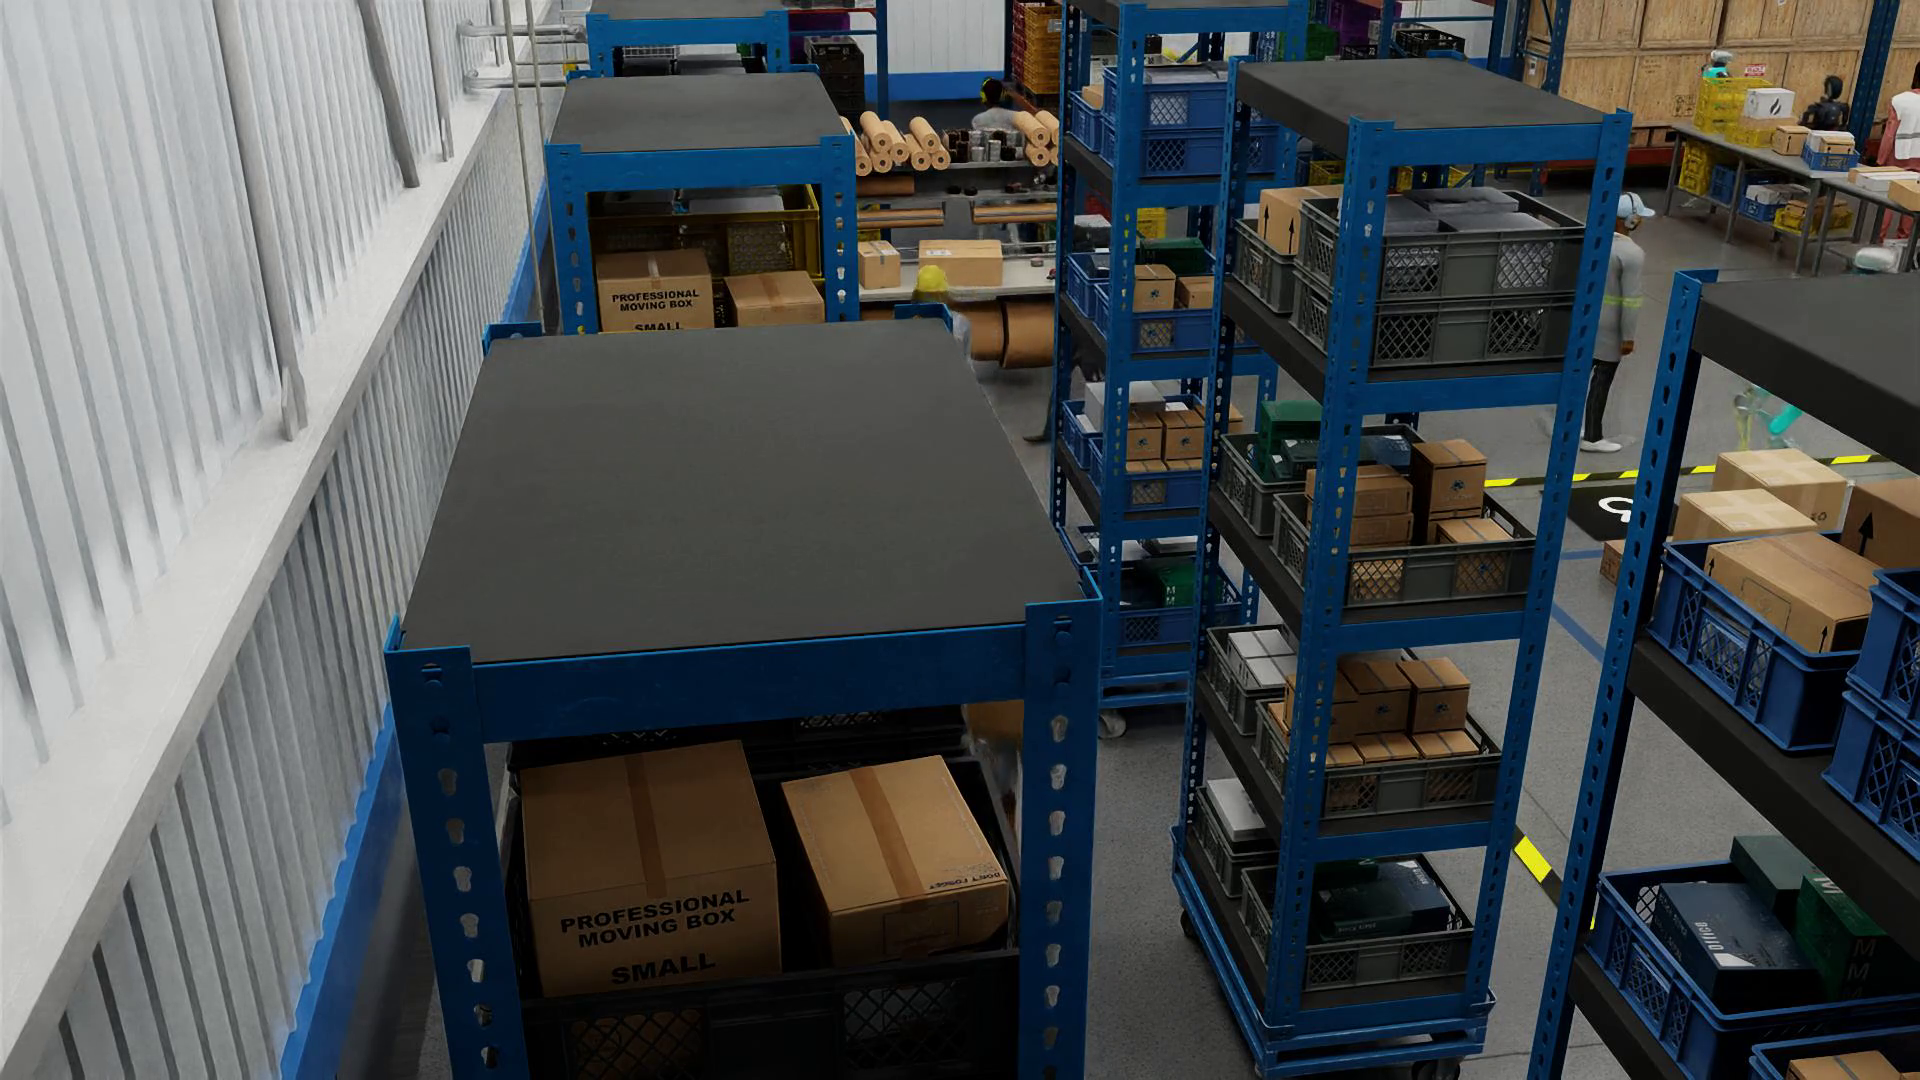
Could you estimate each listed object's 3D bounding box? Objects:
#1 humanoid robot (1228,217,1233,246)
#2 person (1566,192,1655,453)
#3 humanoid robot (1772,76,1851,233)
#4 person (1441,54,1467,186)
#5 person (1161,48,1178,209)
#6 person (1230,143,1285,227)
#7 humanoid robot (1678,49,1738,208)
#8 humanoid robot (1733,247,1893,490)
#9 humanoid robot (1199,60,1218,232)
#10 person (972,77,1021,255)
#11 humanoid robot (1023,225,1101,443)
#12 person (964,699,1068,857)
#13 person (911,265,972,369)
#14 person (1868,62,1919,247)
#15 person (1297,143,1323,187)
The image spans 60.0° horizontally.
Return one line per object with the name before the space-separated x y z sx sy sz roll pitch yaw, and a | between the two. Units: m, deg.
humanoid robot | 2.536 -2.670 14.415 0.599 1.656 0.351 11 27 22
person | 4.577 -1.536 11.743 0.397 1.850 0.596 -9 26 -18
humanoid robot | 8.910 -3.979 17.278 0.590 1.643 0.601 -5 25 -10
person | 5.132 -4.214 17.590 0.346 1.837 0.500 -13 28 -26
person | 2.208 -4.518 18.334 0.488 1.747 0.551 -1 25 -1
person | 2.531 -2.733 14.120 0.390 2.041 0.611 -15 29 -29
humanoid robot | 8.519 -4.467 18.297 0.909 1.797 0.554 0 25 0
humanoid robot | 5.519 -1.116 10.988 1.023 1.722 0.538 15 28 29
humanoid robot | 2.697 -4.044 17.369 0.547 1.822 0.661 -14 28 -27
person | 0.359 -3.552 16.160 0.492 1.829 0.939 -8 26 -18
humanoid robot | 0.867 -1.433 11.801 0.782 1.632 0.608 -8 26 -17
person | 0.201 0.664 6.903 0.566 1.897 0.852 -2 25 -4
person | -0.085 -0.860 10.448 0.502 1.700 0.761 -13 28 -26
person | 9.455 -3.816 16.620 0.590 1.918 0.390 -1 25 -3
person | 4.059 -4.673 18.593 0.938 1.829 0.558 4 25 8
